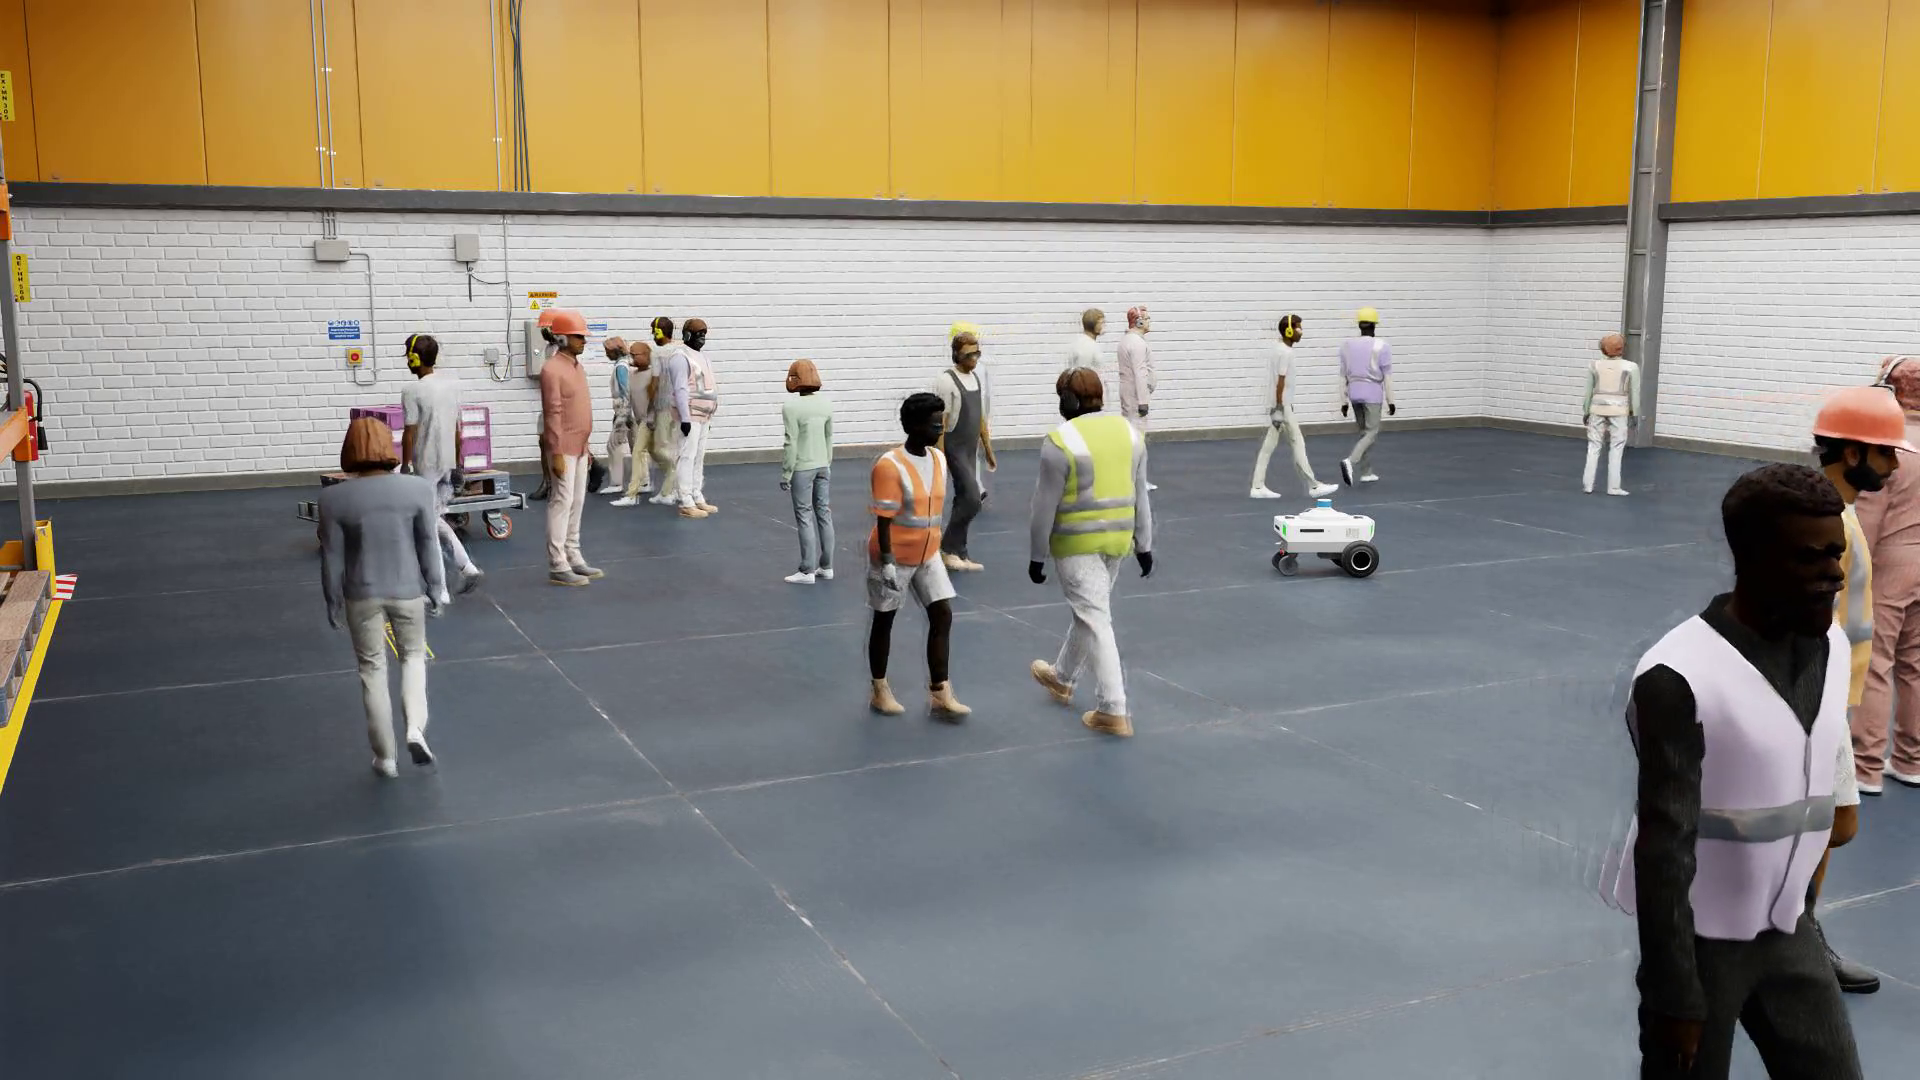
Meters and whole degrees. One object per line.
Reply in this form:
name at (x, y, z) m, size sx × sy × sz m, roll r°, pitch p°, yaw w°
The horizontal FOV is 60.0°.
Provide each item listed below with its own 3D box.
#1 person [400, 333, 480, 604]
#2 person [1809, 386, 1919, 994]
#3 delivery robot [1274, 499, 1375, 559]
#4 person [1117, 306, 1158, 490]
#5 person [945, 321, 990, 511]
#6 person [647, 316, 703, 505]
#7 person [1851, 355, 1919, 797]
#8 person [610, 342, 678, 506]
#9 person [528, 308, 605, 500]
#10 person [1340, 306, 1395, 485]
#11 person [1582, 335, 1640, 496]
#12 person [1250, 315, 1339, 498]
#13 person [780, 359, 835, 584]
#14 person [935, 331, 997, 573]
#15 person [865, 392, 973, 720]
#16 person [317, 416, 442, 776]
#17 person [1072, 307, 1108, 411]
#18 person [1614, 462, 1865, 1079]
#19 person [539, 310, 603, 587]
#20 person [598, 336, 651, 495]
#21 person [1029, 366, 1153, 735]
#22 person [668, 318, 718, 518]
person at (-3.604, -0.474, 11.313) m, size 0.414 × 1.855 × 0.526 m, roll 4°, pitch 10°, yaw 22°
person at (2.638, 0.473, 5.239) m, size 0.577 × 1.916 × 0.571 m, roll 4°, pitch 10°, yaw 25°
delivery robot at (2.729, -0.065, 12.493) m, size 0.707 × 0.478 × 0.477 m, roll 0°, pitch 9°, yaw 0°
person at (1.860, -1.482, 17.382) m, size 0.408 × 1.913 × 0.643 m, roll -2°, pitch 9°, yaw -9°
person at (0.067, -1.147, 15.611) m, size 0.425 × 1.811 × 0.622 m, roll -1°, pitch 9°, yaw -6°
person at (-2.762, -1.236, 16.074) m, size 0.635 × 1.837 × 0.584 m, roll 5°, pitch 11°, yaw 30°
person at (4.030, 0.155, 7.237) m, size 0.650 × 1.906 × 0.403 m, roll -4°, pitch 10°, yaw -23°
person at (-3.042, -1.145, 16.277) m, size 0.836 × 1.598 × 0.500 m, roll -6°, pitch 11°, yaw -32°
person at (-3.979, -1.367, 16.682) m, size 0.551 × 1.912 × 0.823 m, roll 7°, pitch 11°, yaw 37°
person at (4.275, -1.522, 17.644) m, size 0.811 × 1.904 × 0.597 m, roll -9°, pitch 12°, yaw -43°
person at (6.579, -1.252, 16.847) m, size 0.554 × 1.627 × 0.316 m, roll 6°, pitch 11°, yaw 31°
person at (3.346, -1.318, 16.589) m, size 0.925 × 1.831 × 0.562 m, roll 0°, pitch 9°, yaw 1°
person at (-1.115, -0.497, 12.127) m, size 0.279 × 1.632 × 0.502 m, roll 7°, pitch 12°, yaw 37°
person at (0.038, -0.640, 12.398) m, size 0.404 × 1.827 × 0.549 m, roll 4°, pitch 10°, yaw 26°
person at (-0.207, 0.094, 8.327) m, size 0.540 × 1.669 × 0.709 m, roll -9°, pitch 13°, yaw -43°
person at (-2.591, 0.255, 7.453) m, size 0.509 × 1.621 × 0.353 m, roll -4°, pitch 10°, yaw -26°
person at (1.218, -1.347, 16.520) m, size 0.603 × 1.923 × 0.625 m, roll 1°, pitch 9°, yaw 6°
person at (1.561, 0.796, 3.260) m, size 0.632 × 1.898 × 0.565 m, roll -5°, pitch 11°, yaw -30°
person at (-2.823, -0.668, 12.075) m, size 0.399 × 1.991 × 0.622 m, roll 1°, pitch 9°, yaw 8°
person at (-3.443, -1.253, 16.855) m, size 0.641 × 1.605 × 0.529 m, roll -1°, pitch 9°, yaw -3°
person at (0.578, 0.029, 8.384) m, size 0.648 × 1.787 × 0.947 m, roll -7°, pitch 12°, yaw -38°
person at (-2.461, -1.133, 15.448) m, size 0.430 × 1.840 × 0.622 m, roll 2°, pitch 9°, yaw 12°
